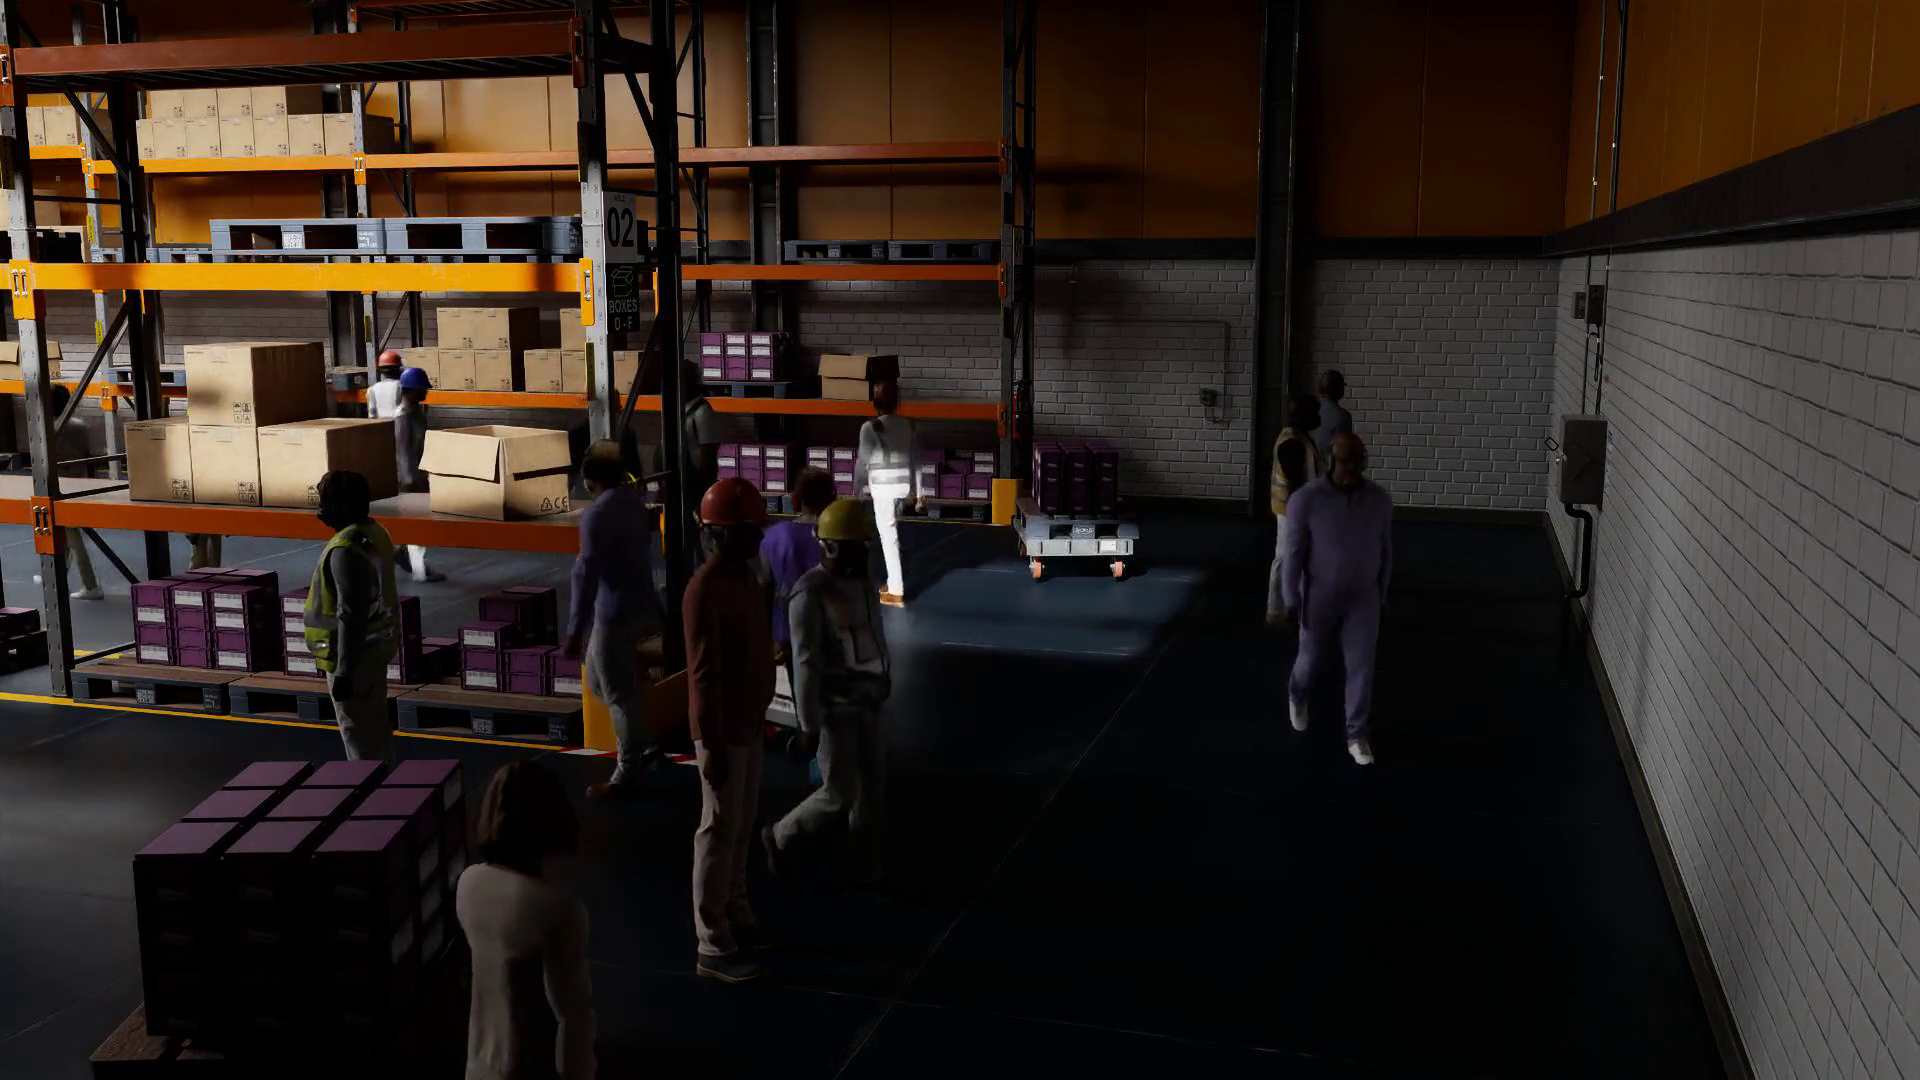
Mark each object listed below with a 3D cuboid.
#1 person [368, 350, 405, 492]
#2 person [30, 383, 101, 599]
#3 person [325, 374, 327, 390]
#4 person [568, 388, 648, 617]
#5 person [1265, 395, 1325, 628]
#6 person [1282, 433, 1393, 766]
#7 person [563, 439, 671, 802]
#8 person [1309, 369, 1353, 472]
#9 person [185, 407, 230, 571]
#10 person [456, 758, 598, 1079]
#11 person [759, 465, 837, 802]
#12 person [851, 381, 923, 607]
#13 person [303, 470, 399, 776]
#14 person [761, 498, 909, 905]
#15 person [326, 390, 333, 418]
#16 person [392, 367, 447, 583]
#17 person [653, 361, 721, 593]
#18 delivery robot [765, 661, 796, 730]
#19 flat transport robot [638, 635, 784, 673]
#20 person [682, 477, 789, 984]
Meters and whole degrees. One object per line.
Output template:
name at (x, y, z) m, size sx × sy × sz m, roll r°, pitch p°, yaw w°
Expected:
person at (-6.132, -1.105, 18.073) m, size 0.586 × 1.920 × 0.669 m, roll 3°, pitch 10°, yaw 15°
person at (-7.701, -0.408, 14.117) m, size 0.907 × 1.834 × 0.516 m, roll 3°, pitch 10°, yaw 15°
person at (-7.867, -1.404, 20.012) m, size 0.337 × 1.882 × 0.584 m, roll 7°, pitch 12°, yaw 38°
person at (-2.795, -0.272, 13.000) m, size 0.669 × 1.929 × 1.067 m, roll -9°, pitch 13°, yaw -44°
person at (2.673, -0.217, 12.990) m, size 0.482 × 1.841 × 0.638 m, roll 3°, pitch 10°, yaw 20°
person at (2.181, 0.298, 9.683) m, size 0.654 × 1.879 × 0.887 m, roll -1°, pitch 9°, yaw -5°
person at (-1.819, 0.433, 8.741) m, size 0.429 × 1.914 × 0.676 m, roll 1°, pitch 9°, yaw 3°
person at (3.170, -0.494, 14.295) m, size 0.362 × 1.939 × 0.636 m, roll -4°, pitch 10°, yaw -24°
person at (-5.677, -0.171, 12.560) m, size 0.333 × 1.866 × 0.515 m, roll 1°, pitch 9°, yaw 6°
person at (-1.011, 1.333, 4.155) m, size 0.514 × 1.608 × 0.600 m, roll 7°, pitch 12°, yaw 38°
person at (-0.760, 0.513, 8.611) m, size 0.576 × 1.803 × 0.947 m, roll 1°, pitch 9°, yaw 7°
person at (-0.641, -0.390, 13.891) m, size 0.659 × 1.862 × 0.592 m, roll 9°, pitch 13°, yaw 44°
person at (-2.948, 0.574, 8.084) m, size 0.429 × 1.842 × 0.634 m, roll -1°, pitch 9°, yaw -9°
person at (-0.548, 0.713, 7.300) m, size 0.596 × 1.814 × 0.614 m, roll 5°, pitch 10°, yaw 26°
person at (-6.675, -0.959, 17.299) m, size 1.012 × 1.895 × 0.626 m, roll 1°, pitch 9°, yaw 3°
person at (-4.835, -0.569, 14.761) m, size 0.445 × 1.935 × 0.643 m, roll -1°, pitch 9°, yaw -4°
person at (-2.343, -0.521, 14.152) m, size 0.535 × 2.000 × 0.705 m, roll -7°, pitch 12°, yaw -37°
delivery robot at (-0.973, 0.900, 9.725) m, size 0.707 × 0.478 × 0.477 m, roll 8°, pitch 12°, yaw 40°
flat transport robot at (-1.651, 0.818, 11.373) m, size 1.431 × 0.197 × 0.652 m, roll 3°, pitch 10°, yaw 16°
person at (-0.896, 0.739, 6.612) m, size 0.384 × 1.993 × 0.623 m, roll 1°, pitch 9°, yaw 9°
